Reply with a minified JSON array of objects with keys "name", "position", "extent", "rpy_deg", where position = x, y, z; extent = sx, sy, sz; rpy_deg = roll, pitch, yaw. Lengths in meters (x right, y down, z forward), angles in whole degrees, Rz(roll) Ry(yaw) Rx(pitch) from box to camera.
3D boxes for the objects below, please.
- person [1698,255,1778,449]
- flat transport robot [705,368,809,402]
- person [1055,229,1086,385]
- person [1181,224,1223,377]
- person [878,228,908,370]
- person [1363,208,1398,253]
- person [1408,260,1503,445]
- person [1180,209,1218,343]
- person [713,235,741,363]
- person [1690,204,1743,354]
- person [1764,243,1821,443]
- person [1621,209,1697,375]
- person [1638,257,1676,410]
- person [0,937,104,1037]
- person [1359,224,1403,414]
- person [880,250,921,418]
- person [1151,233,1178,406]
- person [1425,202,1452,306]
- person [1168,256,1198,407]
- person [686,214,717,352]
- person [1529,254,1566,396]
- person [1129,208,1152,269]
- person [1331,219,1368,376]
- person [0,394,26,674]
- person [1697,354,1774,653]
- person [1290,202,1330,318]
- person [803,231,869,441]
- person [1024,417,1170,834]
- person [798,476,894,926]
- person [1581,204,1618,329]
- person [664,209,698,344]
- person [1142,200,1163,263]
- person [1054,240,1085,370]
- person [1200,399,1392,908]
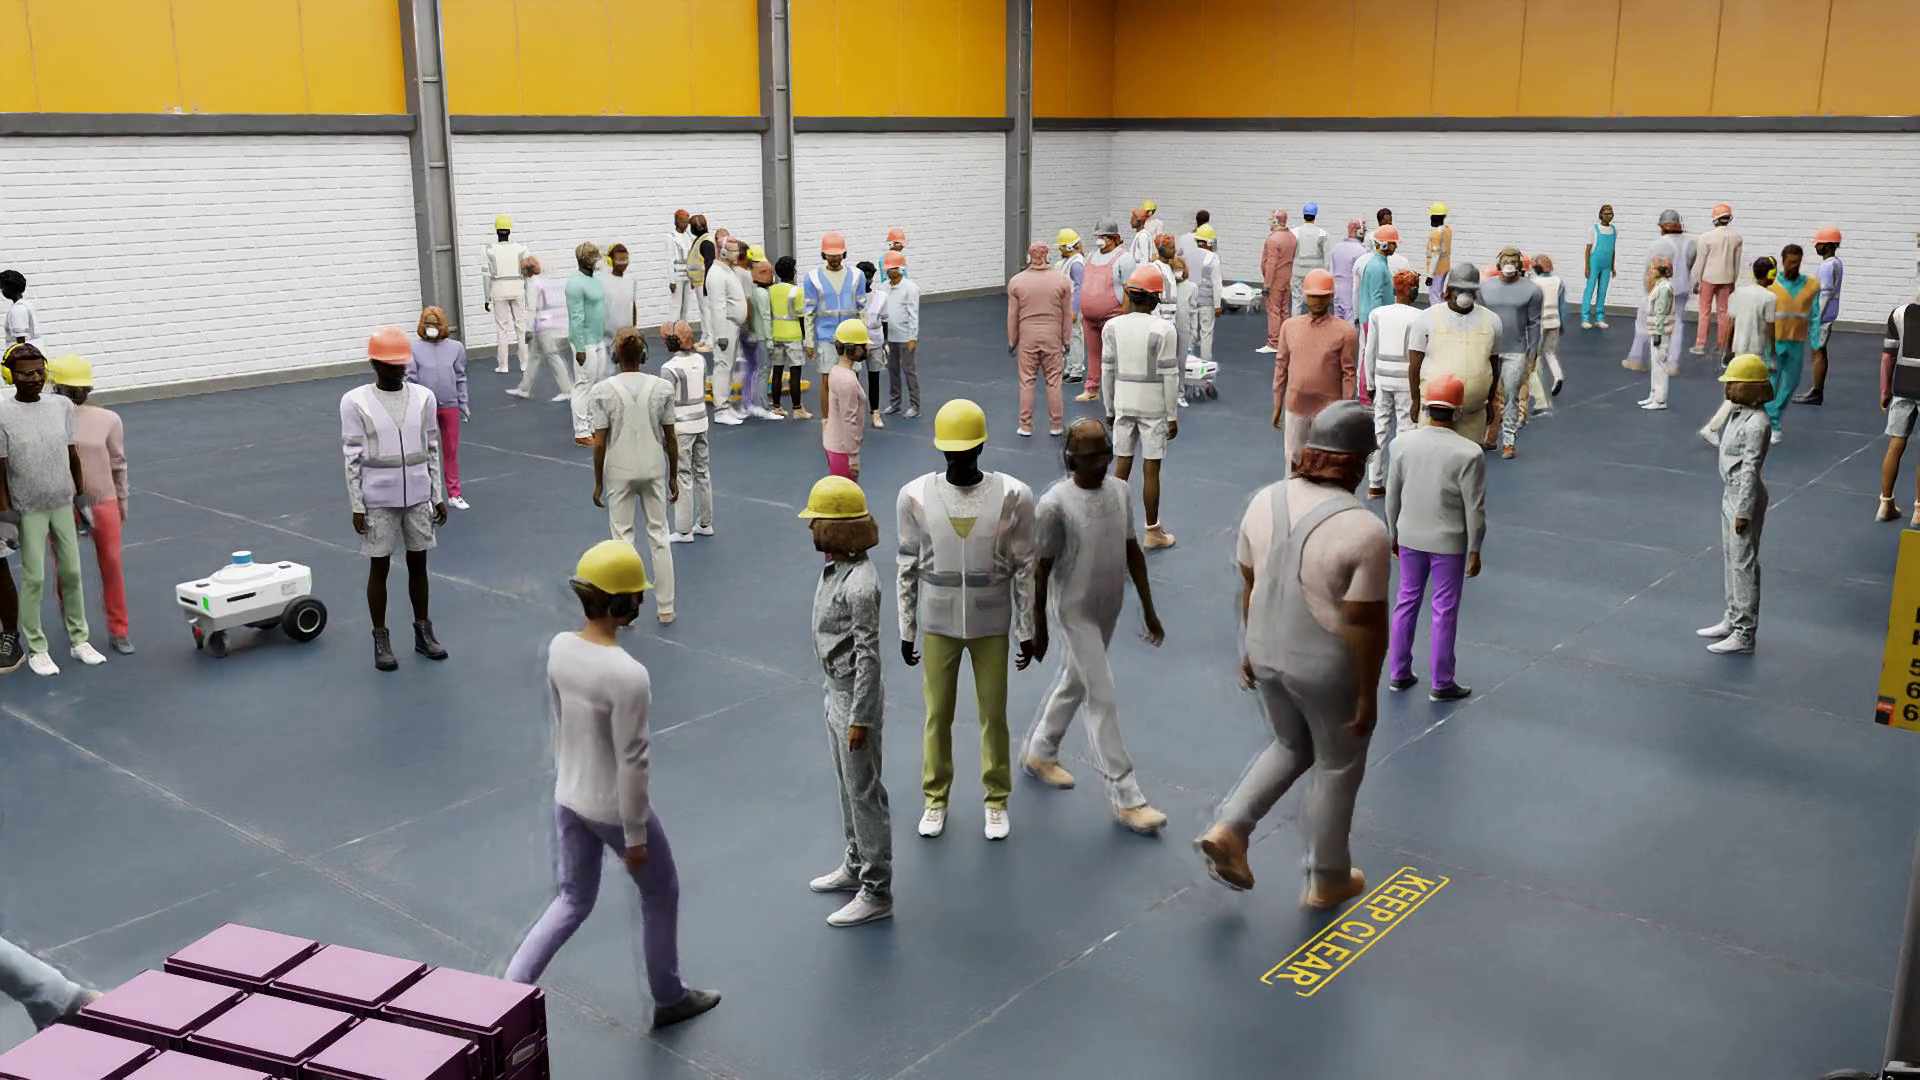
[{"name":"person","position":[7.435,-1.777,15.744],"extent":[0.955,1.822,0.524],"rpy_deg":[-5,15,-18]},{"name":"flat transport robot","position":[-2.428,-1.758,18.787],"extent":[0.652,0.197,1.431],"rpy_deg":[11,18,37]},{"name":"person","position":[1.299,-2.737,19.562],"extent":[0.404,1.819,0.591],"rpy_deg":[-1,14,-6]},{"name":"person","position":[2.943,-2.898,20.168],"extent":[0.403,1.834,0.600],"rpy_deg":[-12,19,-40]},{"name":"person","position":[-0.798,-3.015,20.805],"extent":[0.328,1.749,0.565],"rpy_deg":[6,15,23]},{"name":"person","position":[5.633,-3.485,22.347],"extent":[0.592,1.919,0.392],"rpy_deg":[-10,17,-36]},{"name":"person","position":[3.697,-1.060,12.410],"extent":[0.684,2.000,0.538],"rpy_deg":[0,14,2]},{"name":"person","position":[3.225,-3.588,22.852],"extent":[0.606,1.882,0.929],"rpy_deg":[11,18,38]},{"name":"person","position":[-2.990,-3.091,21.343],"extent":[0.306,1.637,0.522],"rpy_deg":[-10,17,-35]},{"name":"person","position":[10.053,-3.461,22.129],"extent":[0.608,1.987,0.402],"rpy_deg":[-2,14,-8]},{"name":"person","position":[7.995,-1.905,16.122],"extent":[0.620,1.936,0.586],"rpy_deg":[1,14,6]},{"name":"person","position":[8.630,-3.082,20.489],"extent":[0.693,2.000,0.845],"rpy_deg":[-3,14,-12]},{"name":"person","position":[7.517,-2.222,17.891],"extent":[0.318,1.630,0.511],"rpy_deg":[4,15,15]},{"name":"person","position":[-3.311,0.807,5.148],"extent":[1.020,1.946,0.616],"rpy_deg":[-6,15,-21]},{"name":"person","position":[4.428,-2.333,17.611],"extent":[0.407,1.987,0.614],"rpy_deg":[3,14,13]},{"name":"person","position":[-0.654,-2.143,17.347],"extent":[0.564,1.740,0.372],"rpy_deg":[13,19,42]},{"name":"person","position":[2.166,-2.328,17.798],"extent":[0.355,1.883,0.575],"rpy_deg":[5,15,20]},{"name":"person","position":[6.808,-3.848,23.775],"extent":[0.360,1.930,0.586],"rpy_deg":[8,16,30]},{"name":"person","position":[2.319,-2.248,17.987],"extent":[0.507,1.631,0.268],"rpy_deg":[-2,14,-7]},{"name":"person","position":[-3.462,-3.457,22.409],"extent":[0.430,1.836,0.624],"rpy_deg":[-5,15,-18]},{"name":"person","position":[6.522,-2.370,18.508],"extent":[0.544,1.610,0.492],"rpy_deg":[-3,14,-12]},{"name":"person","position":[2.479,-3.623,22.969],"extent":[0.339,1.882,0.584],"rpy_deg":[1,14,4]},{"name":"person","position":[4.774,-2.950,20.263],"extent":[0.394,1.900,0.647],"rpy_deg":[-5,15,-19]},{"name":"person","position":[-5.519,-0.214,9.196],"extent":[0.602,1.958,0.381],"rpy_deg":[0,14,2]},{"name":"person","position":[4.504,-0.212,9.651],"extent":[0.342,1.735,0.484],"rpy_deg":[4,14,14]},{"name":"person","position":[4.865,-3.747,23.344],"extent":[0.621,1.946,0.403],"rpy_deg":[2,14,9]},{"name":"person","position":[-1.183,-1.942,15.969],"extent":[0.611,2.029,0.409],"rpy_deg":[-4,15,-15]},{"name":"person","position":[0.581,0.337,7.336],"extent":[0.516,1.794,0.955],"rpy_deg":[-13,19,-42]},{"name":"person","position":[-0.439,0.609,6.343],"extent":[0.323,1.742,0.492],"rpy_deg":[-4,15,-15]},{"name":"person","position":[9.585,-4.085,24.893],"extent":[0.506,1.847,0.343],"rpy_deg":[-3,14,-12]},{"name":"person","position":[-3.822,-3.579,22.788],"extent":[0.339,1.885,0.584],"rpy_deg":[5,15,19]},{"name":"person","position":[3.203,-4.853,28.144],"extent":[0.523,1.762,0.337],"rpy_deg":[14,19,43]},{"name":"person","position":[1.405,-2.919,20.663],"extent":[0.501,1.633,0.286],"rpy_deg":[1,14,5]},{"name":"person","position":[1.347,0.448,6.384],"extent":[0.677,2.000,0.703],"rpy_deg":[-10,17,-35]}]
